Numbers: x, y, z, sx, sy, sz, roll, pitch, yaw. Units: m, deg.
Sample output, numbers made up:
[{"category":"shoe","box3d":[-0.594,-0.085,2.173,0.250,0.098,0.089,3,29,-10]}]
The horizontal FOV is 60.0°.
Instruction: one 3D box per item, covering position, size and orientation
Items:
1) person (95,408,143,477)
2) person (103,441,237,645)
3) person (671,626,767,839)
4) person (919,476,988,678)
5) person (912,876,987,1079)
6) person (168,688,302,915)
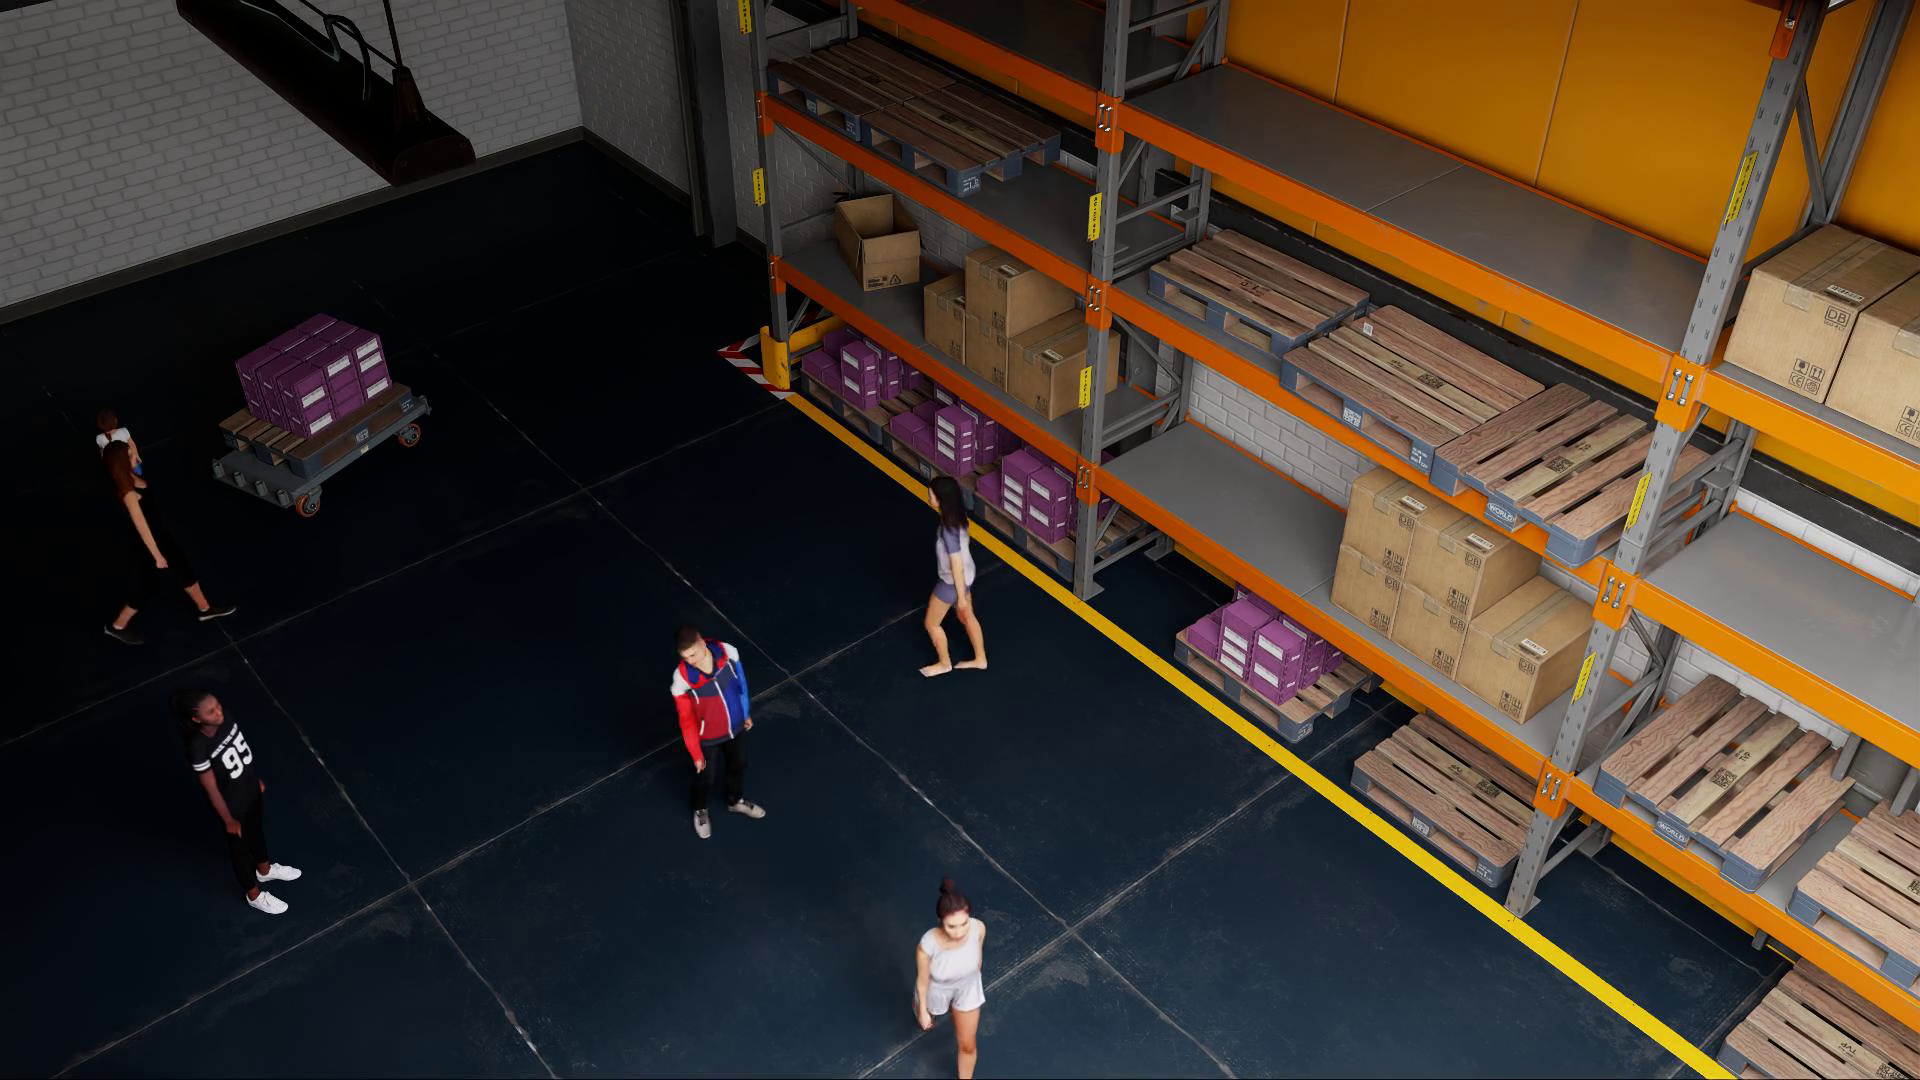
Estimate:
[{"category":"person","box3d":[-6.781,-0.637,13.455,0.430,1.019,0.438,-23,44,-26]},{"category":"person","box3d":[-5.970,0.042,12.062,0.875,1.696,1.122,-14,41,-17]},{"category":"person","box3d":[-1.537,1.169,10.619,0.605,1.736,0.687,20,43,23]},{"category":"person","box3d":[0.039,0.293,11.741,0.868,1.705,0.809,2,39,3]},{"category":"person","box3d":[-0.088,2.414,9.187,0.795,1.577,1.091,-13,40,-15]},{"category":"person","box3d":[-4.422,1.559,10.137,0.770,1.728,0.709,3,39,4]}]
